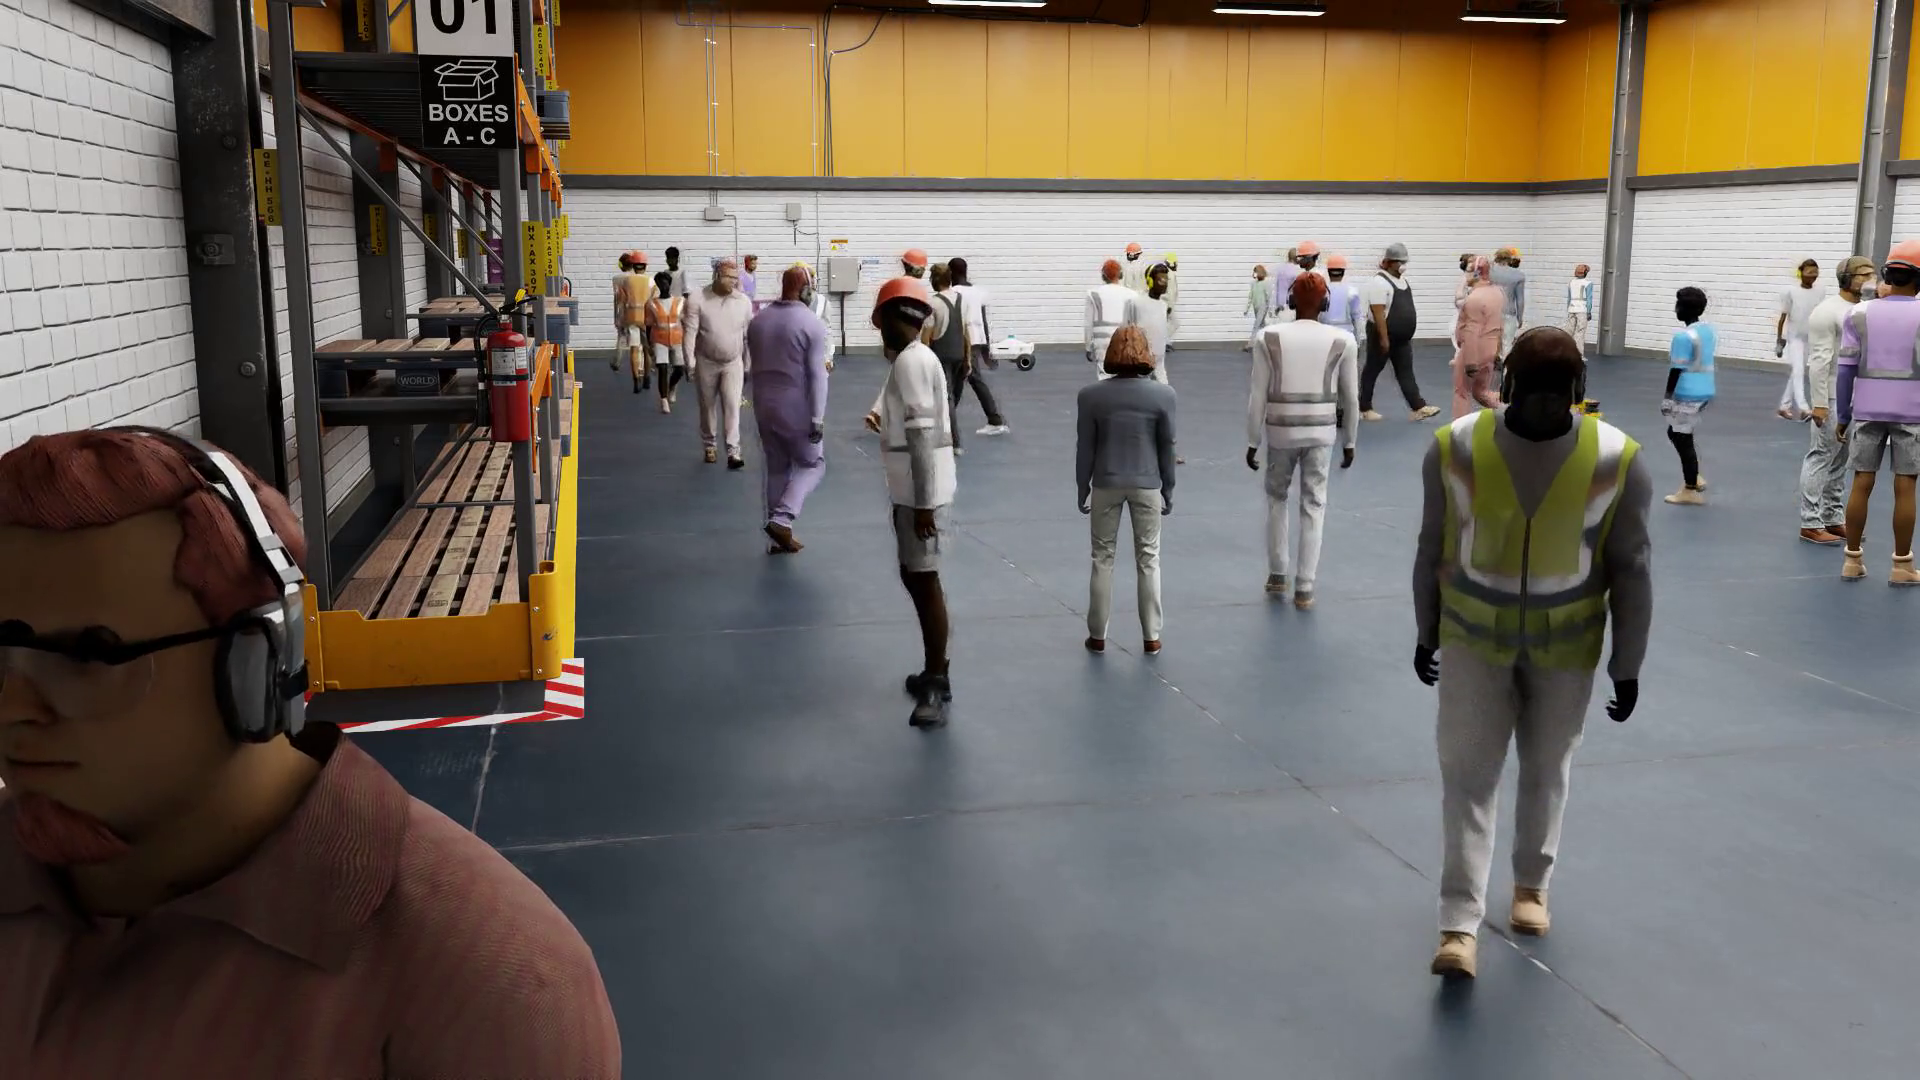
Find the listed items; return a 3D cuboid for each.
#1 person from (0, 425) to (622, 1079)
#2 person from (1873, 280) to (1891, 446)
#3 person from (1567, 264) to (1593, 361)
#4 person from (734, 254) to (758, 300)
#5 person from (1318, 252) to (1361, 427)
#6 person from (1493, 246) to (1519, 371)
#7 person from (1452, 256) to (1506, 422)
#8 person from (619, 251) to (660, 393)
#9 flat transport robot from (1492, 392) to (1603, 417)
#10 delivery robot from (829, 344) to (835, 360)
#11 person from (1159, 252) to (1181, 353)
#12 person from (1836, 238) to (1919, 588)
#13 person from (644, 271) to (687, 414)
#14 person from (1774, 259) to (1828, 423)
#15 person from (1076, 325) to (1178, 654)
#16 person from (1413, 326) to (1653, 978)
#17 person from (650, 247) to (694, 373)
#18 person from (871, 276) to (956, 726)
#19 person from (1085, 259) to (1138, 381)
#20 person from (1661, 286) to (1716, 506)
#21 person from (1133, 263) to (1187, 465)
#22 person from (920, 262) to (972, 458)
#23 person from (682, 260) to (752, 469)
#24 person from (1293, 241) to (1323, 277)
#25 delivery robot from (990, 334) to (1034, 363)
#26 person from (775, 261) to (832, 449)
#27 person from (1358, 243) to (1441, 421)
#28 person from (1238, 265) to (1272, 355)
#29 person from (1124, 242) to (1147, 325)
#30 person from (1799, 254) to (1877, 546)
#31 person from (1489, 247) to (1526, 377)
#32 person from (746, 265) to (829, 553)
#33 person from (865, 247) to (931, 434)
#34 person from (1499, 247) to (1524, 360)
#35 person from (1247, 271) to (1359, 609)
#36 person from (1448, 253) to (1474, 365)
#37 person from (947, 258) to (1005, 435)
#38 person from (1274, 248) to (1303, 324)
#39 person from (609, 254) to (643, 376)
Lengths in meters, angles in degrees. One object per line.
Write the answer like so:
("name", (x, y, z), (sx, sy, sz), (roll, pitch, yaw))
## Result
("person", (-0.586, 0.861, 1.299), (0.643, 1.911, 0.411), (2, 10, 13))
("person", (9.113, -1.742, 16.473), (0.523, 1.638, 0.310), (1, 10, 3))
("person", (10.449, -3.833, 28.088), (0.315, 1.629, 0.508), (-5, 11, -25))
("person", (-3.541, -3.807, 27.449), (0.512, 1.805, 0.589), (4, 11, 19))
("person", (4.115, -2.194, 18.256), (0.555, 1.910, 0.896), (2, 10, 9))
("person", (8.512, -3.614, 26.014), (0.361, 1.938, 0.545), (3, 11, 18))
("person", (5.059, -1.798, 16.101), (0.749, 1.883, 0.650), (9, 14, 42))
("person", (-4.305, -2.936, 22.398), (0.544, 1.897, 0.972), (-2, 10, -12))
("flat transport robot", (6.763, -1.577, 19.348), (0.652, 0.197, 1.431), (-3, 11, -14))
("delivery robot", (-2.315, -2.945, 25.882), (0.707, 0.478, 0.477), (-5, 11, -26))
("person", (3.765, -4.275, 30.020), (0.445, 1.815, 0.610), (-3, 11, -16))
("person", (5.512, -0.745, 9.827), (0.612, 2.041, 0.393), (10, 14, 44))
("person", (-3.485, -2.351, 19.736), (0.537, 1.675, 0.561), (-4, 11, -20))
("person", (9.480, -2.219, 18.622), (0.516, 1.821, 0.979), (-1, 10, -5))
("person", (0.819, -0.243, 8.216), (0.497, 1.626, 0.287), (1, 10, 6))
("person", (1.576, 0.318, 4.629), (0.636, 1.795, 0.933), (3, 11, 17))
("person", (-4.376, -3.476, 25.297), (0.607, 1.918, 0.876), (6, 12, 28))
("person", (-0.201, -0.172, 7.129), (0.374, 1.889, 0.708), (0, 10, 0))
("person", (1.639, -2.087, 17.841), (0.576, 1.852, 0.934), (0, 10, -2))
("person", (5.594, -1.103, 12.795), (0.384, 1.680, 0.550), (10, 14, 44))
("person", (1.690, -1.621, 15.274), (0.894, 1.841, 0.534), (10, 14, 44))
("person", (-0.195, -1.703, 15.730), (0.533, 1.821, 0.705), (-8, 13, -39))
("person", (-2.177, -1.576, 14.962), (0.661, 1.858, 0.989), (-3, 11, -15))
("person", (4.294, -2.712, 20.779), (0.616, 2.018, 0.614), (4, 11, 20))
("delivery robot", (0.801, -2.986, 26.107), (0.707, 0.478, 0.477), (1, 10, 4))
("person", (-1.538, -1.786, 16.179), (0.590, 1.833, 0.404), (-1, 10, -7))
("person", (4.894, -2.323, 18.576), (0.980, 2.000, 0.708), (10, 14, 43))
("person", (5.282, -4.087, 29.601), (0.860, 1.579, 0.526), (-5, 11, -26))
("person", (2.943, -4.045, 28.237), (0.374, 1.997, 0.613), (7, 12, 34))
("person", (5.922, -0.936, 11.171), (0.631, 1.940, 0.368), (-6, 12, -32))
("person", (7.670, -3.172, 23.607), (0.637, 1.932, 0.375), (4, 11, 23))
("person", (-1.113, -0.823, 10.739), (0.650, 1.880, 0.485), (7, 12, 33))
("person", (-0.601, -2.020, 17.117), (0.638, 1.963, 0.643), (-8, 13, -38))
("person", (9.341, -4.015, 28.306), (0.424, 1.912, 0.595), (1, 10, 7))
("person", (1.931, -0.573, 9.378), (0.605, 1.855, 0.730), (2, 10, 11))
("person", (8.154, -3.713, 26.877), (0.578, 1.820, 0.658), (-1, 10, -4))
("person", (0.056, -2.043, 17.574), (1.044, 1.856, 0.609), (7, 12, 33))
("person", (5.597, -3.895, 27.693), (0.988, 1.889, 0.659), (-3, 11, -17))
("person", (-5.030, -3.394, 25.122), (0.537, 1.815, 0.977), (-5, 11, -26))
